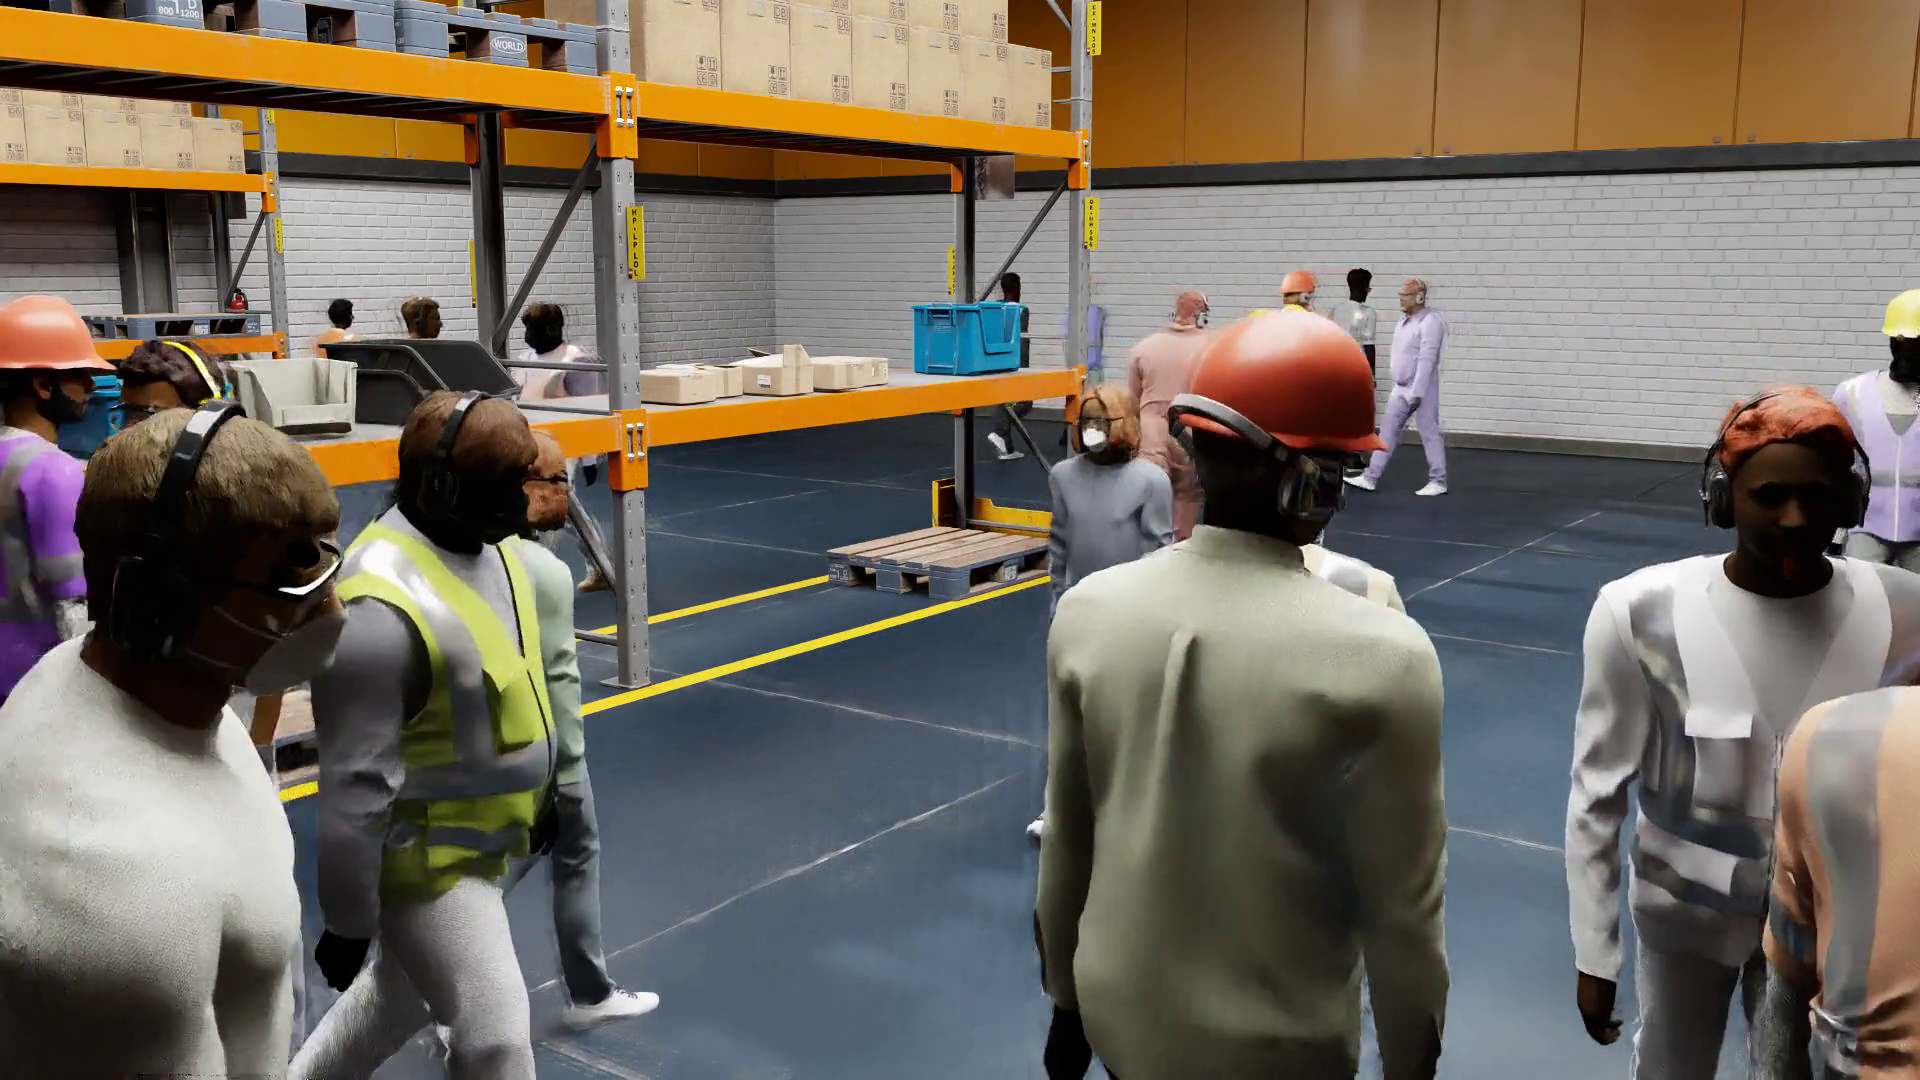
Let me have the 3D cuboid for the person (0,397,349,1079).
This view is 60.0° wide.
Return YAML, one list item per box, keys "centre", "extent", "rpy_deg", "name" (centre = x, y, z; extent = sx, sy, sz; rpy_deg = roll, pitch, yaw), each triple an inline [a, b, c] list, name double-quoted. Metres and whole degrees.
- centre: [-0.772, 0.790, 1.797]
  extent: [0.834, 1.890, 0.716]
  rpy_deg: [-4, 10, -24]
  name: "person"

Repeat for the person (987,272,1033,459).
- centre: [0.482, -1.755, 16.885]
  extent: [0.474, 1.903, 0.627]
  rpy_deg: [-8, 12, -40]
  name: "person"

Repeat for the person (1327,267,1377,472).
- centre: [3.776, -1.634, 16.021]
  extent: [0.373, 1.958, 0.607]
  rpy_deg: [-5, 11, -30]
  name: "person"

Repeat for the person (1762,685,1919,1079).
- centre: [1.200, 0.783, 1.852]
  extent: [0.597, 1.885, 0.921]
  rpy_deg: [9, 13, 43]
  name: "person"

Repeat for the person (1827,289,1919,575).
- centre: [3.778, -0.041, 6.687]
  extent: [0.595, 1.912, 0.409]
  rpy_deg: [7, 12, 38]
  name: "person"

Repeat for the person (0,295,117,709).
- centre: [-2.265, 0.360, 4.200]
  extent: [0.553, 1.935, 0.363]
  rpy_deg: [8, 12, 38]
  name: "person"

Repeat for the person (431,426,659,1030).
- centre: [-1.109, 0.511, 4.246]
  extent: [0.619, 1.612, 0.527]
  rpy_deg: [-9, 13, -44]
  name: "person"

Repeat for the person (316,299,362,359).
- centre: [-5.585, -1.374, 15.333]
  extent: [0.542, 1.670, 0.758]
  rpy_deg: [6, 11, 34]
  name: "person"

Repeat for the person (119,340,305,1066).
- centre: [-1.760, 0.491, 3.691]
  extent: [0.543, 1.843, 0.737]
  rpy_deg: [4, 10, 21]
  name: "person"

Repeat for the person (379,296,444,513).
- centre: [-3.369, -0.653, 10.658]
  extent: [0.977, 1.790, 0.535]
  rpy_deg: [-5, 11, -25]
  name: "person"

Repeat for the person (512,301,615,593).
- centre: [-2.422, -0.520, 9.885]
  extent: [0.644, 1.796, 0.971]
  rpy_deg: [8, 13, 41]
  name: "person"

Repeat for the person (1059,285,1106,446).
- centre: [1.334, -1.897, 17.805]
  extent: [0.540, 1.900, 0.996]
  rpy_deg: [-3, 10, -19]
  name: "person"

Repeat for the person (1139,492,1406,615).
- centre: [0.646, 0.581, 3.329]
  extent: [0.598, 1.784, 0.920]
  rpy_deg: [7, 12, 37]
  name: "person"

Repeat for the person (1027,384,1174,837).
- centre: [0.522, 0.236, 5.972]
  extent: [0.515, 1.582, 0.847]
  rpy_deg: [5, 11, 29]
  name: "person"

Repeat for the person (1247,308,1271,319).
- centre: [1.783, -0.507, 9.925]
  extent: [0.536, 1.748, 0.583]
  rpy_deg: [0, 10, 0]
  name: "person"

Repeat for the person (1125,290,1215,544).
- centre: [1.295, -0.614, 10.287]
  extent: [0.722, 1.853, 1.017]
  rpy_deg: [5, 11, 26]
  name: "person"

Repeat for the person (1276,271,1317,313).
- centre: [2.679, -1.178, 13.350]
  extent: [1.012, 1.937, 0.644]
  rpy_deg: [-4, 10, -21]
  name: "person"

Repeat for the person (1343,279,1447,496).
- centre: [3.793, -1.293, 14.270]
  extent: [0.965, 1.861, 0.673]
  rpy_deg: [-2, 10, -14]
  name: "person"

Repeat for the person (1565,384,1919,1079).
- centre: [1.332, 0.652, 2.797]
  extent: [0.613, 1.822, 1.053]
  rpy_deg: [3, 10, 18]
  name: "person"

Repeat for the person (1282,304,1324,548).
- centre: [2.217, -0.692, 11.071]
  extent: [0.485, 1.736, 0.314]
  rpy_deg: [8, 12, 38]
  name: "person"

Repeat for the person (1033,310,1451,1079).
- centre: [0.321, 0.679, 2.252]
  extent: [0.634, 1.966, 0.814]
  rpy_deg: [8, 13, 41]
  name: "person"

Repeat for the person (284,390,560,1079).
- centre: [-1.098, 0.594, 3.259]
  extent: [0.888, 1.798, 0.699]
  rpy_deg: [1, 10, 4]
  name: "person"
